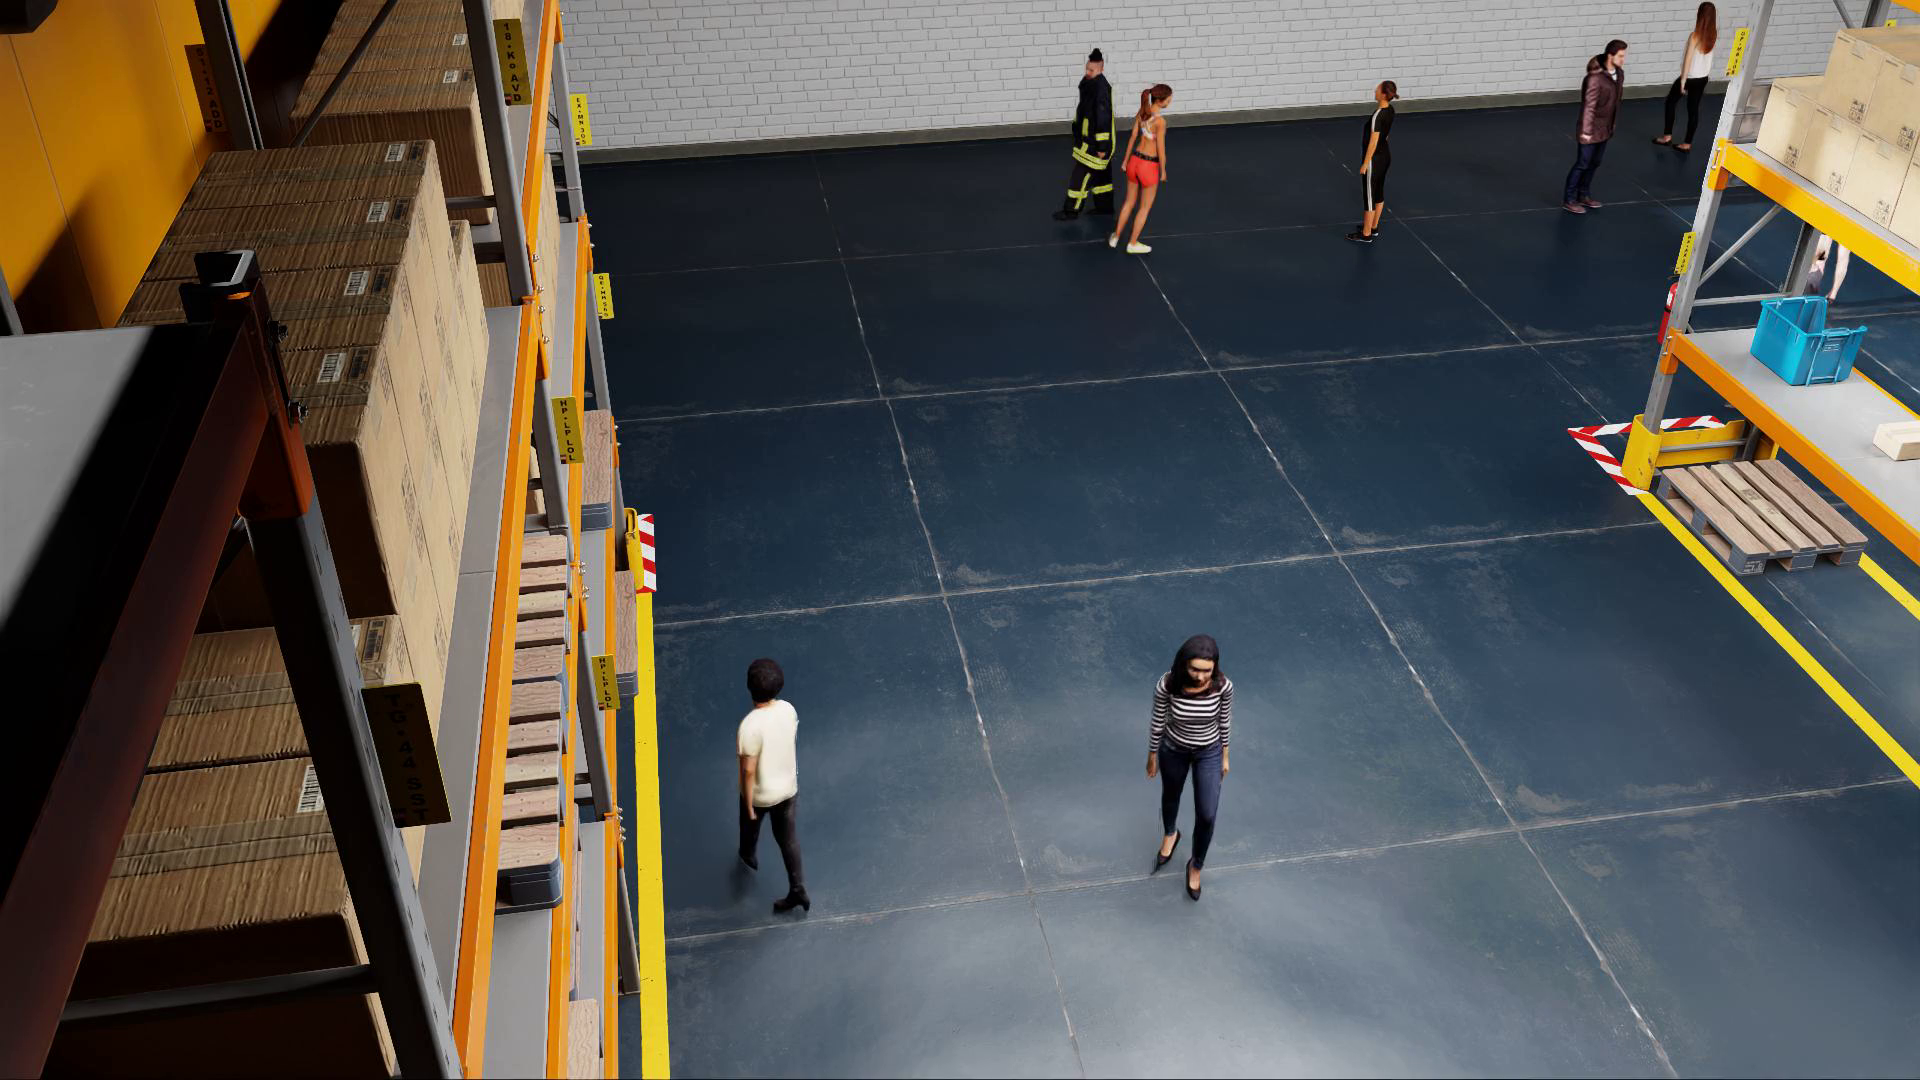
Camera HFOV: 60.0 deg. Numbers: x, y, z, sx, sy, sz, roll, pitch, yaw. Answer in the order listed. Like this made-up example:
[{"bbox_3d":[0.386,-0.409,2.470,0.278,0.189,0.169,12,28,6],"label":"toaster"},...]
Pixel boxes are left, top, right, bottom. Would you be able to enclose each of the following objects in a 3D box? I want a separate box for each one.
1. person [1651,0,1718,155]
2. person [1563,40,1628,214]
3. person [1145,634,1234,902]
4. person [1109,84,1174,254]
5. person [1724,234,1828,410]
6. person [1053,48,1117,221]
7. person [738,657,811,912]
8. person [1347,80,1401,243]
[{"bbox_3d":[8.442,-5.243,19.001,0.629,1.706,0.717,-10,35,-15],"label":"person"},{"bbox_3d":[6.715,-4.384,17.586,0.860,1.841,0.864,-26,41,-33],"label":"person"},{"bbox_3d":[1.275,1.190,9.268,0.706,1.766,0.786,4,34,6],"label":"person"},{"bbox_3d":[1.784,-3.697,16.633,0.758,1.752,0.913,26,41,33],"label":"person"},{"bbox_3d":[6.901,-1.698,13.672,1.026,1.700,1.025,16,37,23],"label":"person"},{"bbox_3d":[1.495,-4.207,17.316,0.874,1.846,0.867,-3,34,-5],"label":"person"},{"bbox_3d":[-1.019,1.418,9.121,0.987,1.550,0.868,24,41,32],"label":"person"},{"bbox_3d":[4.255,-3.881,16.986,0.727,1.667,0.662,20,38,27],"label":"person"}]
